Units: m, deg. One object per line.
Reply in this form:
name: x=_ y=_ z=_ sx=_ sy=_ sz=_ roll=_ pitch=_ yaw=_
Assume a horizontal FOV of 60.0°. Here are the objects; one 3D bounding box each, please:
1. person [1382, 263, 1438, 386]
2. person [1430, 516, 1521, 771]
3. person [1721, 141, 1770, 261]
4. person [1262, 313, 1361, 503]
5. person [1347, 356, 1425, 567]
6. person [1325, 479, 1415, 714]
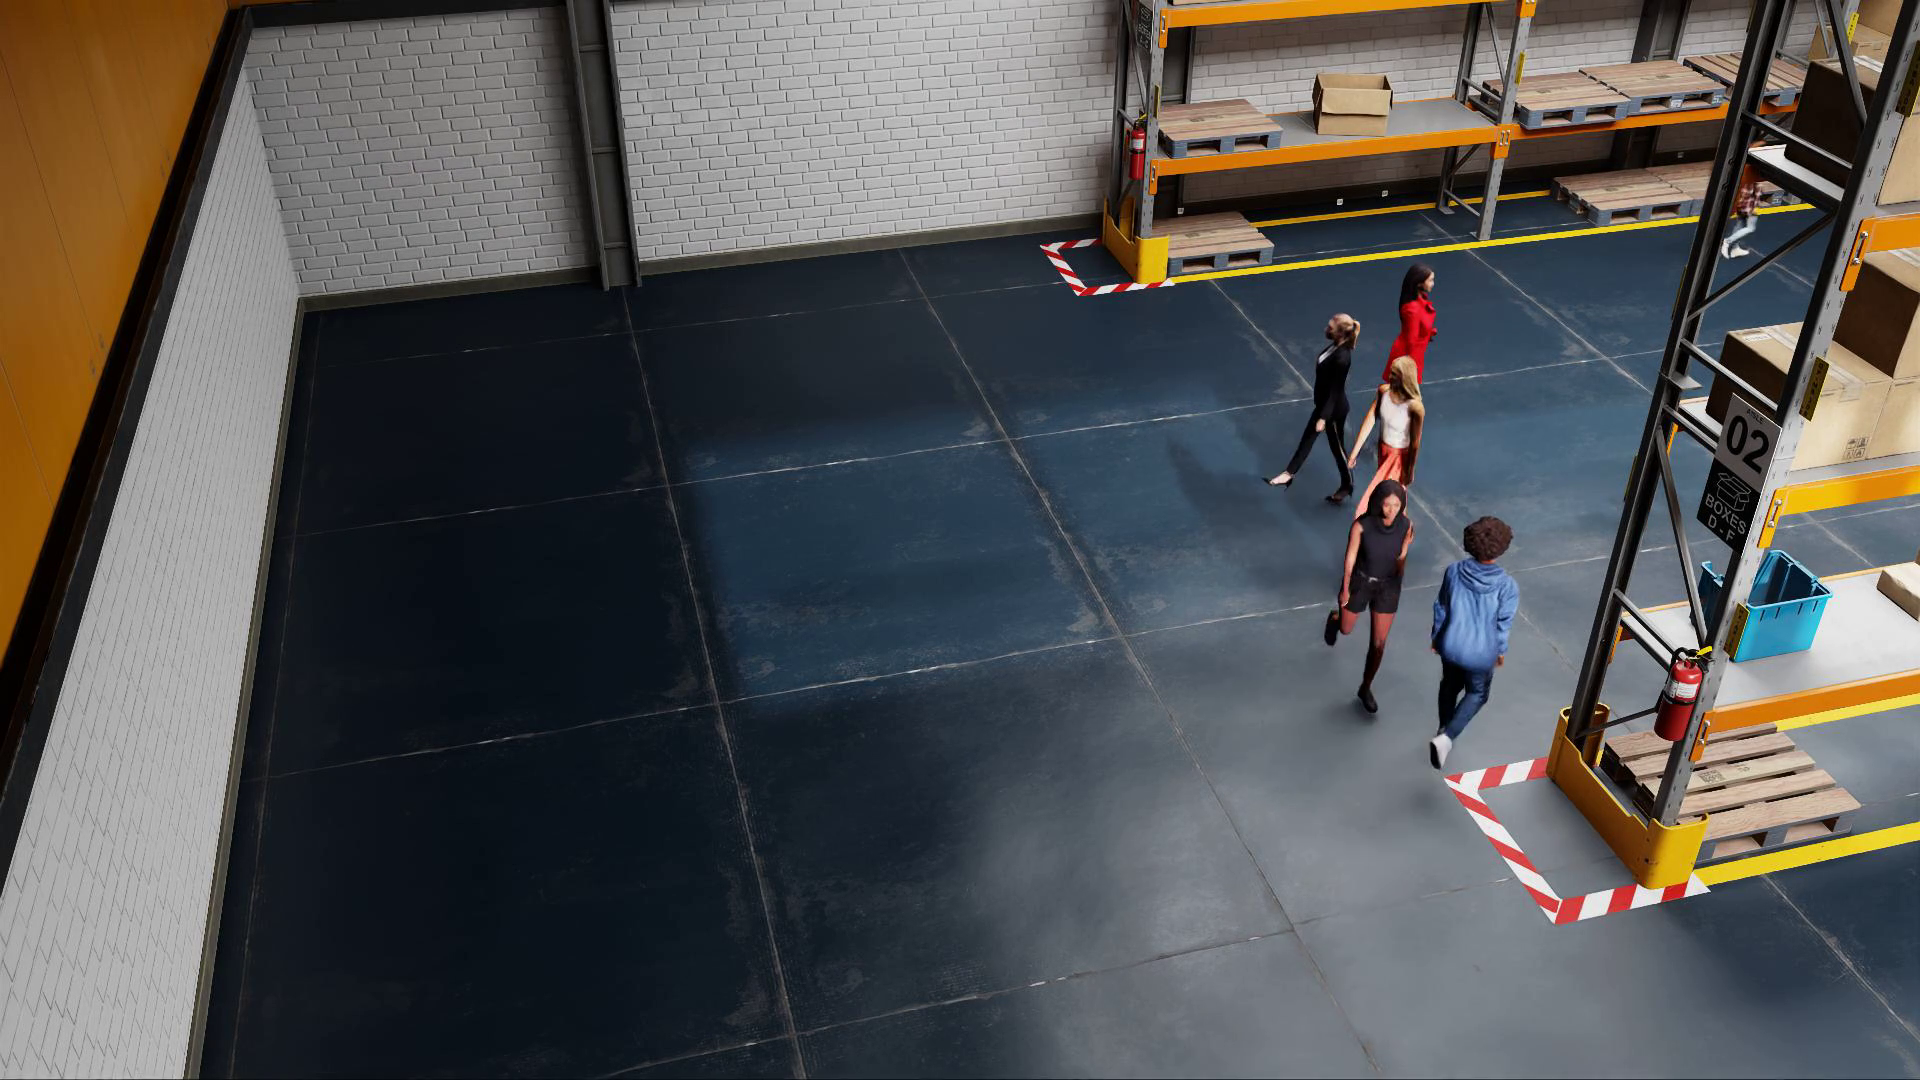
person: x=3.782 y=-1.535 z=14.093 sx=0.765 sy=1.748 sz=0.732 roll=8 pitch=35 yaw=12
person: x=3.248 y=0.704 z=10.693 sx=0.960 sy=1.784 sz=1.078 roll=25 pitch=41 yaw=32
person: x=8.270 y=-3.572 z=17.565 sx=0.688 sy=1.299 sz=0.560 roll=-6 pitch=34 yaw=-9
person: x=3.071 y=-1.024 z=13.391 sx=1.059 sy=1.675 sz=0.839 roll=2 pitch=34 yaw=3
person: x=3.373 y=-0.614 z=12.680 sx=0.964 sy=1.780 sz=0.704 roll=-15 pitch=36 yaw=-21
person: x=2.776 y=0.298 z=11.363 sx=1.029 sy=1.718 sz=0.798 roll=-2 pitch=34 yaw=-3
